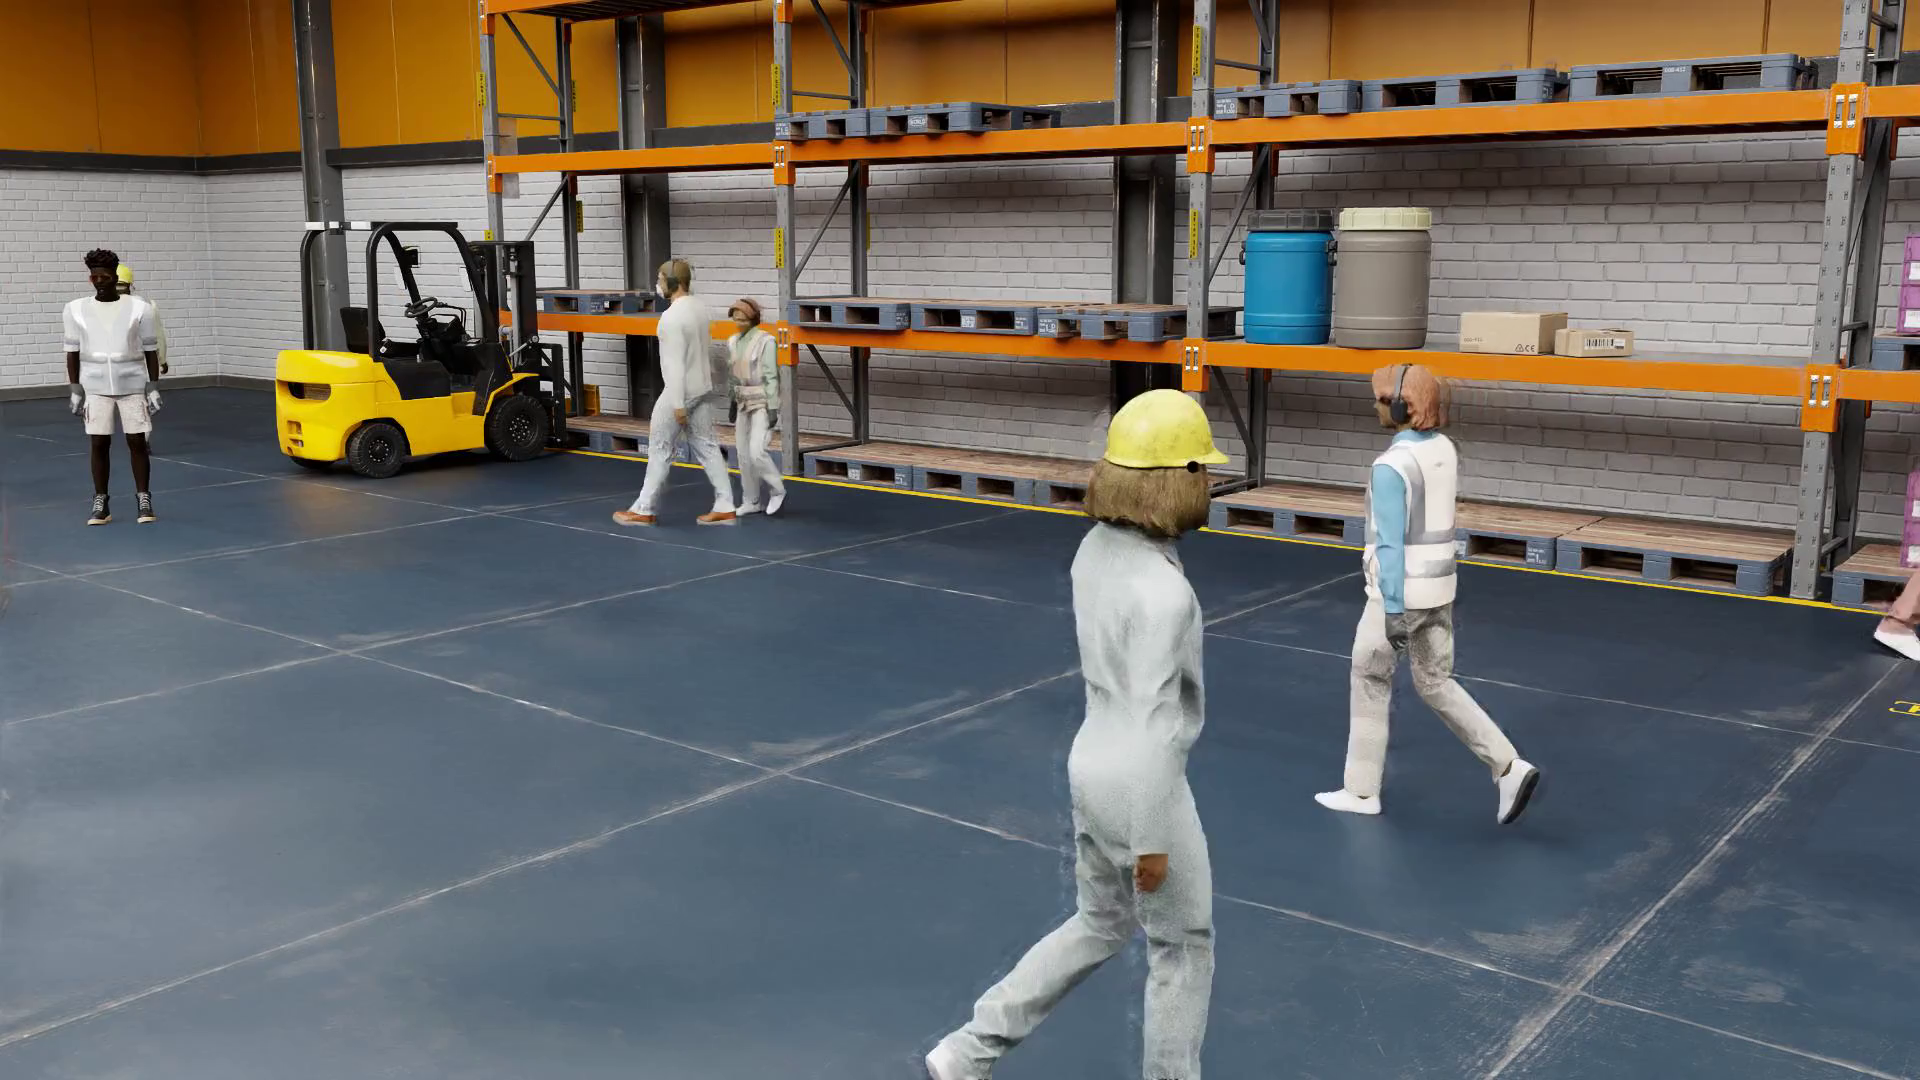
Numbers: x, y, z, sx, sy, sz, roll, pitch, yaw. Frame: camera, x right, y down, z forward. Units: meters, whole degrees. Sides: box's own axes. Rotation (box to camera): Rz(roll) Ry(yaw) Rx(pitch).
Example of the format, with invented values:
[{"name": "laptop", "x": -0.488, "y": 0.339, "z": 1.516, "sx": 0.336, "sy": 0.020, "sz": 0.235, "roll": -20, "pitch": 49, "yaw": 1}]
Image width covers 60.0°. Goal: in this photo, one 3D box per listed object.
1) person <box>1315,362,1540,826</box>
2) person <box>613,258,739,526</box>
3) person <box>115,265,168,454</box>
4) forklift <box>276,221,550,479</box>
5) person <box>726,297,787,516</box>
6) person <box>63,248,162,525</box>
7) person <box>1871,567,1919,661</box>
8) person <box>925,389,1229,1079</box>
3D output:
[{"name": "person", "x": 1.611, "y": 0.203, "z": 5.681, "sx": 0.696, "sy": 1.612, "sz": 0.511, "roll": 10, "pitch": 14, "yaw": 44}, {"name": "person", "x": -2.000, "y": -1.027, "z": 11.740, "sx": 0.886, "sy": 1.899, "sz": 0.639, "roll": 3, "pitch": 11, "yaw": 16}, {"name": "person", "x": -7.909, "y": -1.718, "z": 15.856, "sx": 0.600, "sy": 1.799, "sz": 0.910, "roll": -4, "pitch": 11, "yaw": -19}, {"name": "forklift", "x": -4.922, "y": -1.741, "z": 14.854, "sx": 1.214, "sy": 2.155, "sz": 2.313, "roll": 8, "pitch": 13, "yaw": 38}, {"name": "person", "x": -1.498, "y": -0.942, "z": 12.018, "sx": 0.584, "sy": 1.615, "sz": 0.418, "roll": 10, "pitch": 14, "yaw": 43}, {"name": "person", "x": -6.029, "y": -1.088, "z": 11.867, "sx": 0.609, "sy": 1.964, "sz": 0.367, "roll": -4, "pitch": 11, "yaw": -20}, {"name": "person", "x": 4.886, "y": -0.297, "z": 7.810, "sx": 0.978, "sy": 1.870, "sz": 0.645, "roll": 8, "pitch": 13, "yaw": 38}, {"name": "person", "x": 0.303, "y": 0.536, "z": 3.537, "sx": 0.662, "sy": 1.723, "sz": 0.491, "roll": -3, "pitch": 11, "yaw": -17}]
